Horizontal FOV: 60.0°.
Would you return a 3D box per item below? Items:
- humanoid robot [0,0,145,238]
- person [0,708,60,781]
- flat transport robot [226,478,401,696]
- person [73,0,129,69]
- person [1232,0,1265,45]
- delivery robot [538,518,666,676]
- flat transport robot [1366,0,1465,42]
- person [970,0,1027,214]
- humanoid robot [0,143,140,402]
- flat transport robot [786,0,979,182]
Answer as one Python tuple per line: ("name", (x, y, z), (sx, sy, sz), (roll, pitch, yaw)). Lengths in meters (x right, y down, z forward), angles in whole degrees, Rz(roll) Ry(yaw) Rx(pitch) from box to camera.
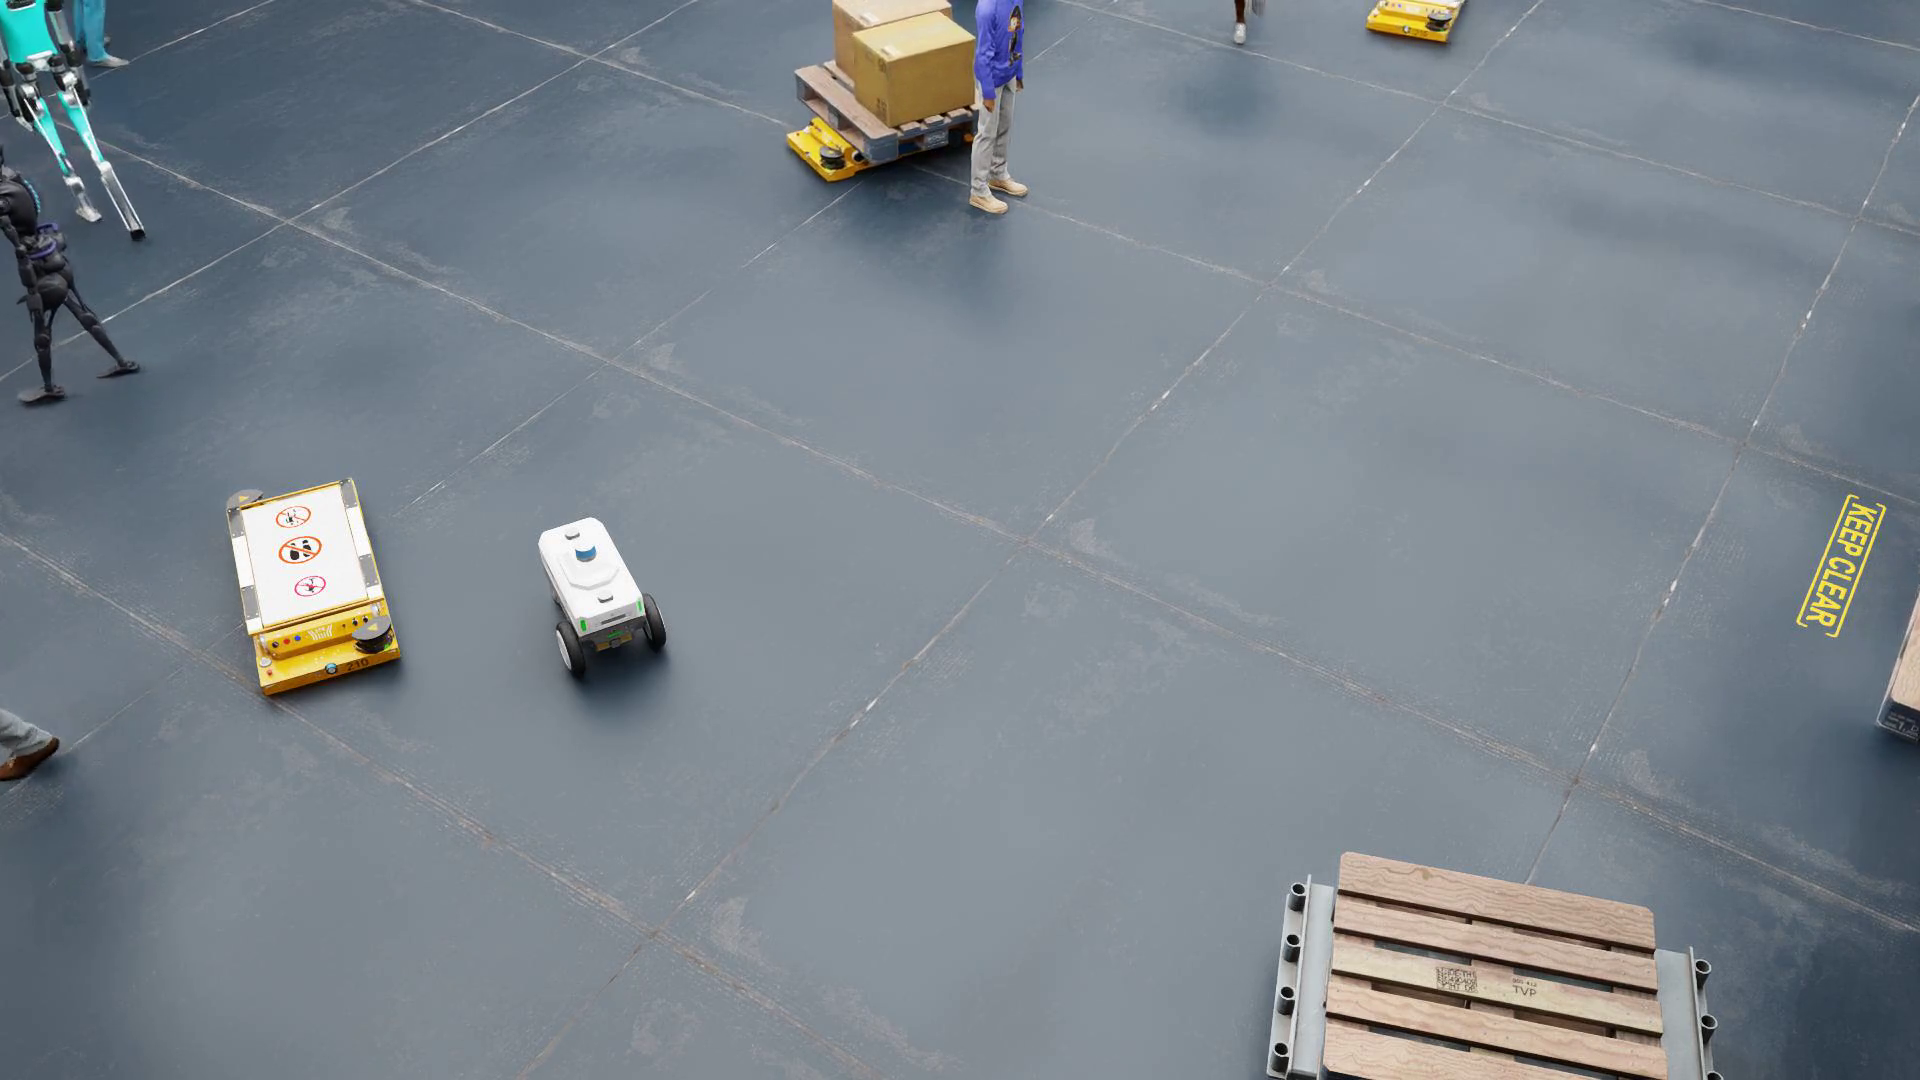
("humanoid robot", (-5.782, -2.749, 10.817), (0.792, 1.877, 0.546), (33, 51, 31))
("person", (-4.545, 0.364, 7.165), (0.634, 1.871, 0.656), (-11, 43, -12))
("flat transport robot", (-3.355, 0.180, 8.578), (0.659, 0.231, 1.431), (-16, 44, -18))
("person", (-6.738, -4.426, 12.581), (0.410, 1.801, 0.681), (-25, 47, -25))
("person", (2.346, -4.903, 13.027), (0.578, 1.923, 0.571), (-1, 42, -1))
("delivery robot", (-1.828, 0.239, 8.287), (0.499, 0.581, 0.774), (-19, 45, -20))
("flat transport robot", (3.889, -4.581, 13.906), (0.659, 0.231, 1.431), (16, 44, 17))
("person", (0.287, -3.065, 11.019), (0.381, 1.865, 0.457), (22, 46, 23))
("humanoid robot", (-5.300, -1.556, 9.482), (0.727, 1.627, 0.607), (-13, 43, -14))
("flat transport robot", (-0.486, -3.009, 12.147), (1.431, 0.231, 0.659), (-22, 46, -23))
